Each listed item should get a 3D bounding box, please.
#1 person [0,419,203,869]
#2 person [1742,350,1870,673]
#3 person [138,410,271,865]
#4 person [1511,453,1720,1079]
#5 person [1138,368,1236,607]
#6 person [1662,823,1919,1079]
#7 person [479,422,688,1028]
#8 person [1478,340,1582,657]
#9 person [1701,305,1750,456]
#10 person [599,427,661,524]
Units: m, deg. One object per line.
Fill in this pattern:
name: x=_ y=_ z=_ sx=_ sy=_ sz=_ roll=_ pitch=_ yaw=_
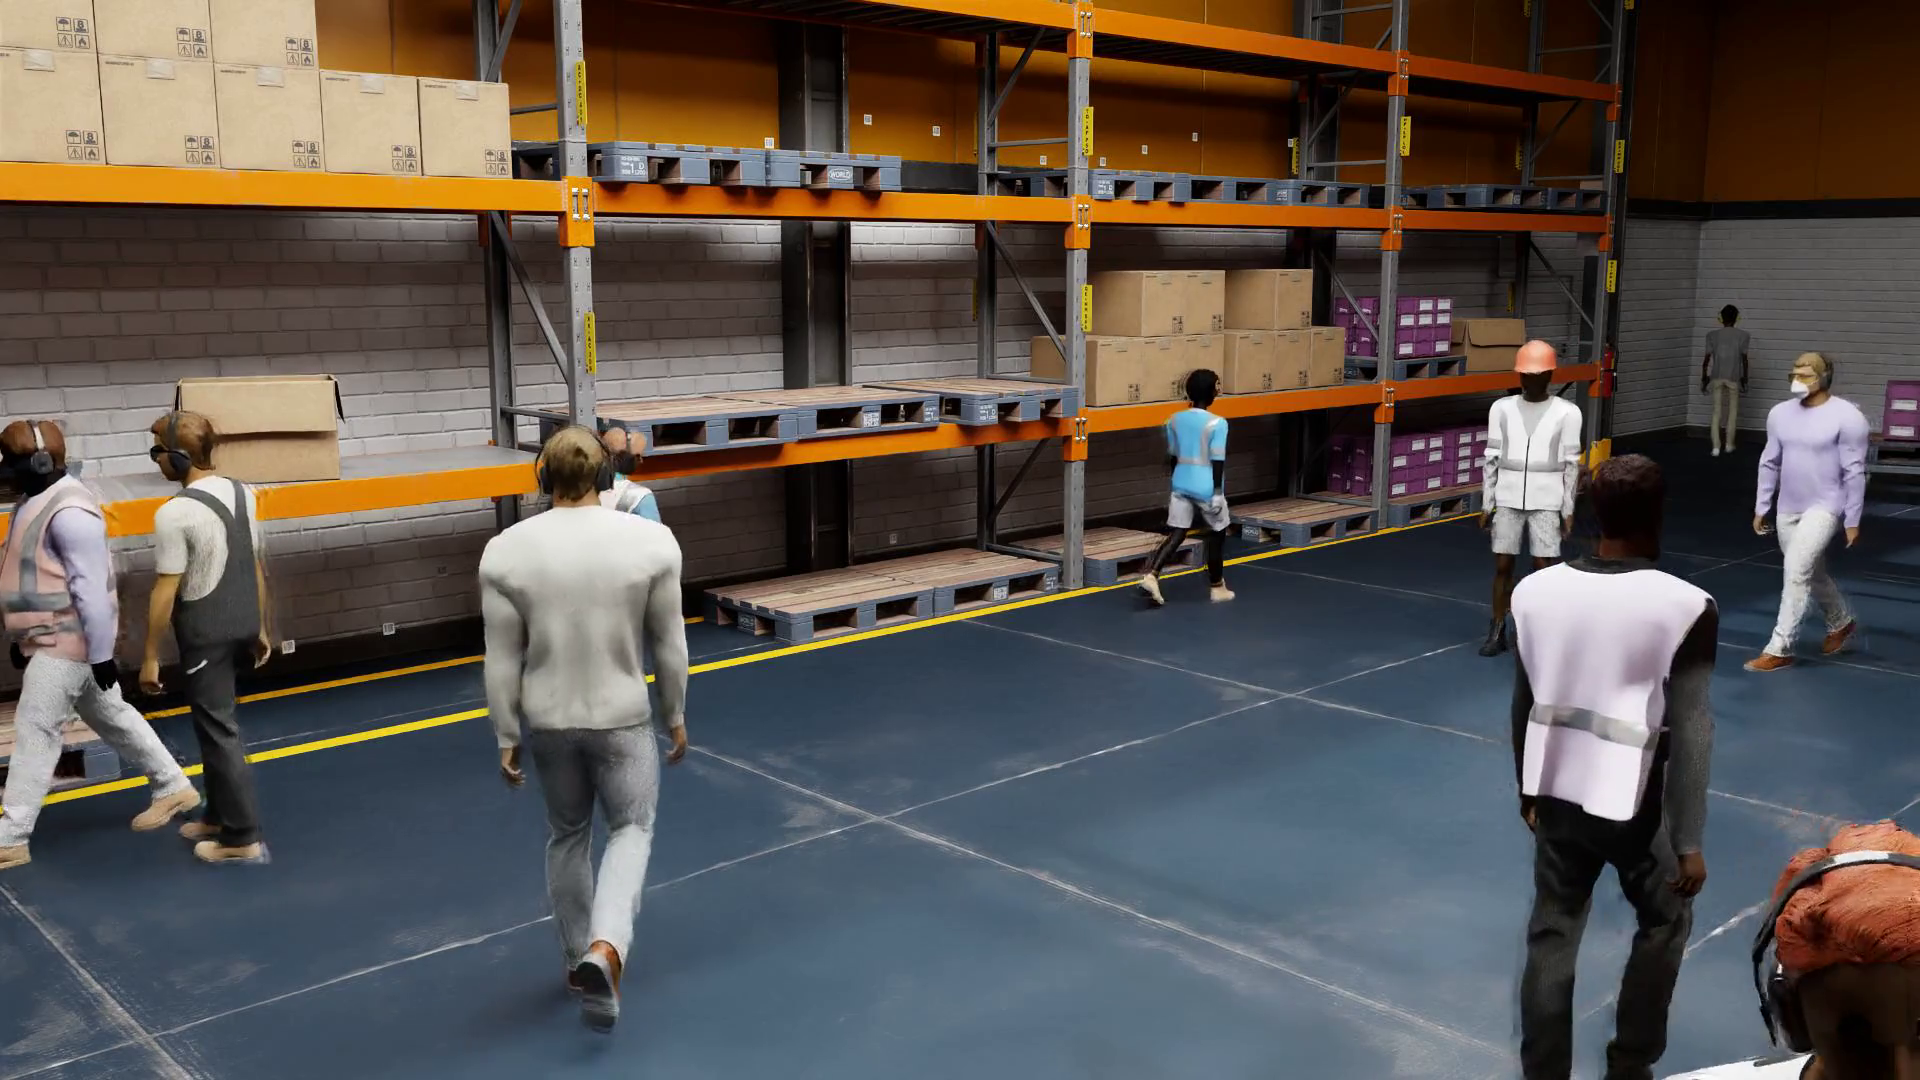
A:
person: x=-3.622 y=0.392 z=6.779 sx=0.965 sy=1.801 sz=0.644 roll=-7 pitch=12 yaw=-37
person: x=5.084 y=-0.182 z=9.862 sx=0.981 sy=1.903 sz=0.644 roll=-4 pitch=10 yaw=-22
person: x=-3.051 y=0.399 z=6.592 sx=0.541 sy=1.835 sz=0.548 roll=2 pitch=10 yaw=11
person: x=1.814 y=0.709 z=4.596 sx=0.667 sy=1.895 sz=0.627 roll=-8 pitch=13 yaw=-39
person: x=1.594 y=-0.352 z=11.500 sx=0.787 sy=1.671 sz=0.536 roll=-8 pitch=13 yaw=-40
person: x=0.894 y=1.196 z=1.834 sx=0.689 sy=1.872 sz=0.384 roll=-2 pitch=10 yaw=-9
person: x=-1.185 y=0.590 z=5.260 sx=0.635 sy=1.918 sz=0.709 roll=-1 pitch=10 yaw=-3
person: x=3.405 y=-0.228 z=9.981 sx=0.552 sy=1.934 sz=0.372 roll=5 pitch=11 yaw=28
person: x=9.397 y=-1.957 z=20.425 sx=0.532 sy=1.831 sz=0.871 roll=5 pitch=11 yaw=26
person: x=-1.642 y=0.248 z=8.150 sx=0.526 sy=1.606 sz=0.714 roll=7 pitch=12 yaw=36
